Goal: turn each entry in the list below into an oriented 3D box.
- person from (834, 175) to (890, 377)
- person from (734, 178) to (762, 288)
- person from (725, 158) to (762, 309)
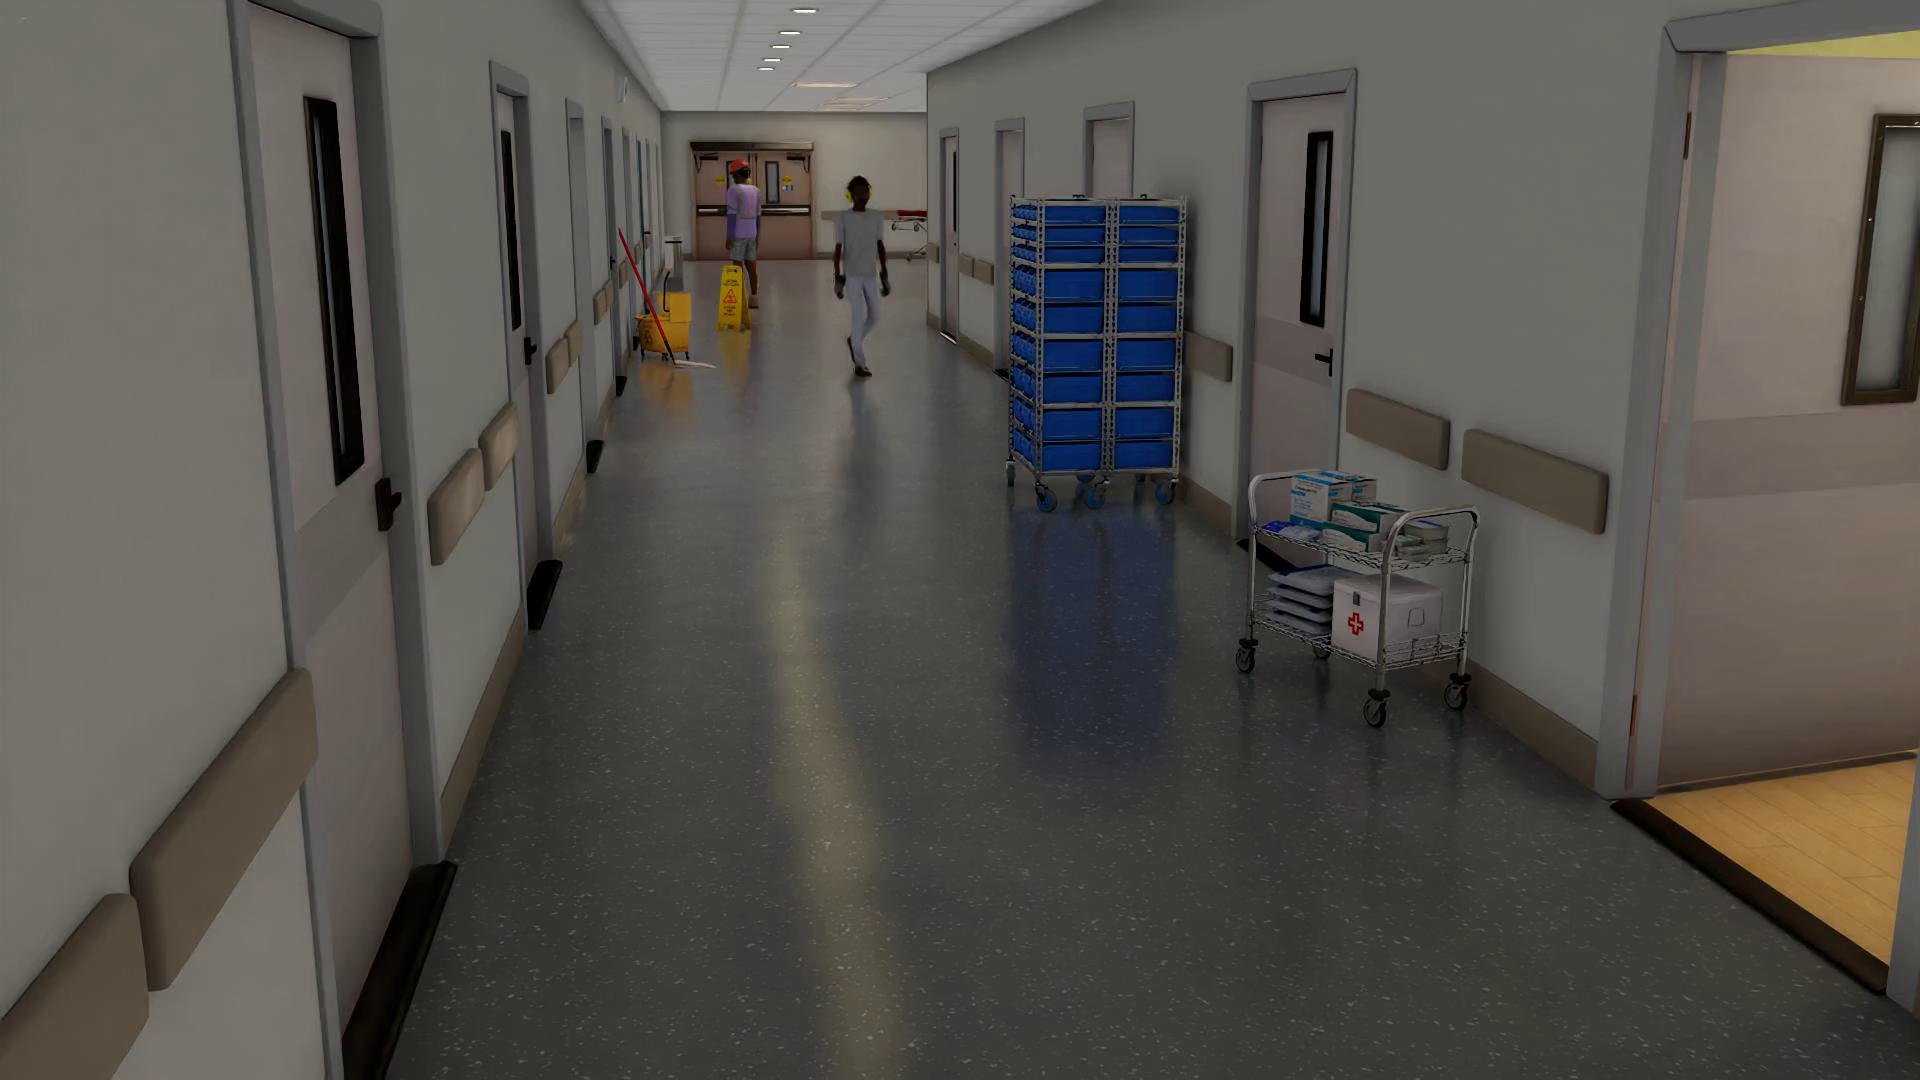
[{"bbox_3d":[-0.946,-2.458,15.491,0.530,1.849,0.590,-7,14,-28],"label":"person"},{"bbox_3d":[-3.400,-4.868,26.399,0.522,1.763,0.319,-3,13,-14],"label":"person"},{"bbox_3d":[-2.962,-4.147,22.605,0.409,2.029,0.612,8,15,33],"label":"person"}]
